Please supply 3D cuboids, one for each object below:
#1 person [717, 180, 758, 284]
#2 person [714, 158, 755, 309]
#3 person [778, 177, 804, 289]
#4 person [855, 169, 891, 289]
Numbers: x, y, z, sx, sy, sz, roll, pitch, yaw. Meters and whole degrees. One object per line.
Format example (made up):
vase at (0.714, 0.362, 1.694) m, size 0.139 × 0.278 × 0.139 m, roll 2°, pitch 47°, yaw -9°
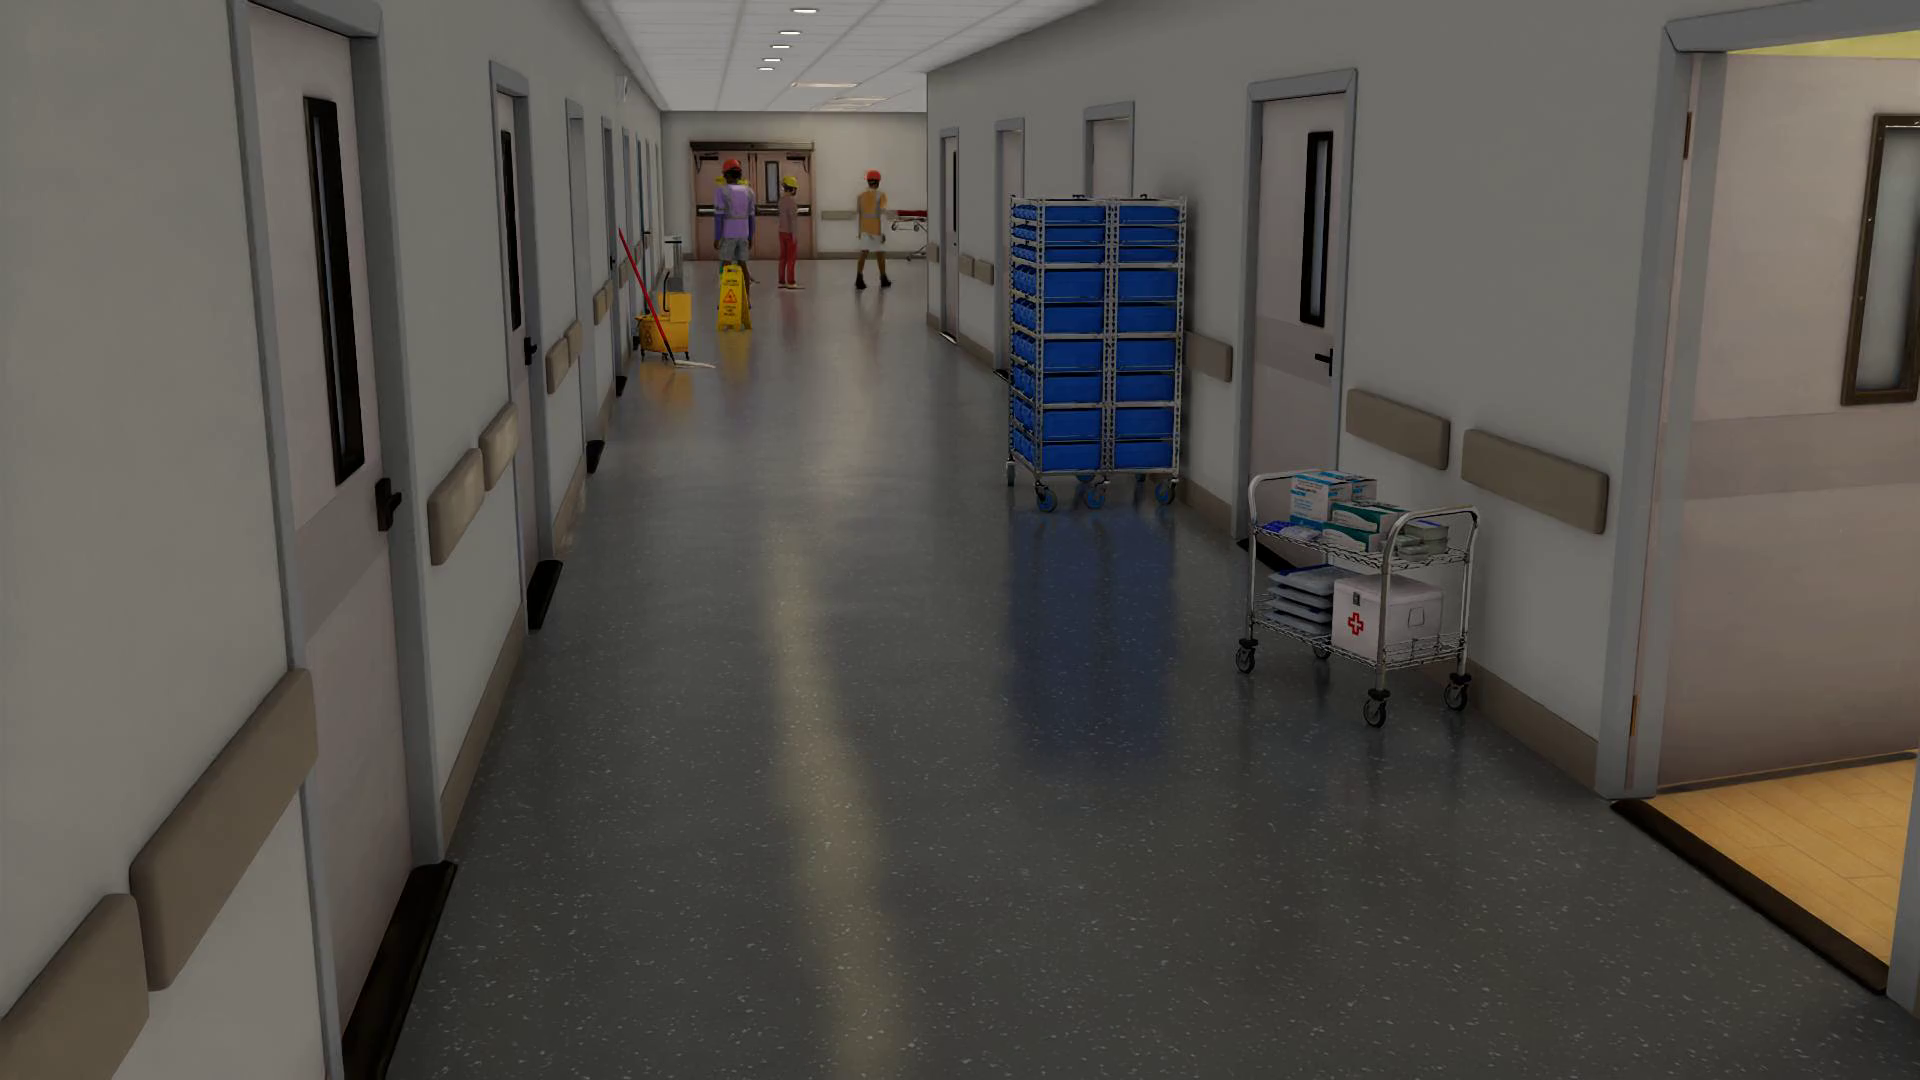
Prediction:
person at (-3.767, -5.121, 27.649) m, size 0.889 × 1.712 × 0.549 m, roll 7°, pitch 14°, yaw 28°
person at (-3.078, -4.150, 22.613) m, size 0.613 × 2.029 × 0.408 m, roll -11°, pitch 17°, yaw -40°
person at (-2.696, -4.852, 26.331) m, size 0.331 × 1.760 × 0.541 m, roll -8°, pitch 15°, yaw -33°
person at (-1.417, -4.952, 26.496) m, size 0.566 × 1.890 × 0.998 m, roll 6°, pitch 14°, yaw 24°
